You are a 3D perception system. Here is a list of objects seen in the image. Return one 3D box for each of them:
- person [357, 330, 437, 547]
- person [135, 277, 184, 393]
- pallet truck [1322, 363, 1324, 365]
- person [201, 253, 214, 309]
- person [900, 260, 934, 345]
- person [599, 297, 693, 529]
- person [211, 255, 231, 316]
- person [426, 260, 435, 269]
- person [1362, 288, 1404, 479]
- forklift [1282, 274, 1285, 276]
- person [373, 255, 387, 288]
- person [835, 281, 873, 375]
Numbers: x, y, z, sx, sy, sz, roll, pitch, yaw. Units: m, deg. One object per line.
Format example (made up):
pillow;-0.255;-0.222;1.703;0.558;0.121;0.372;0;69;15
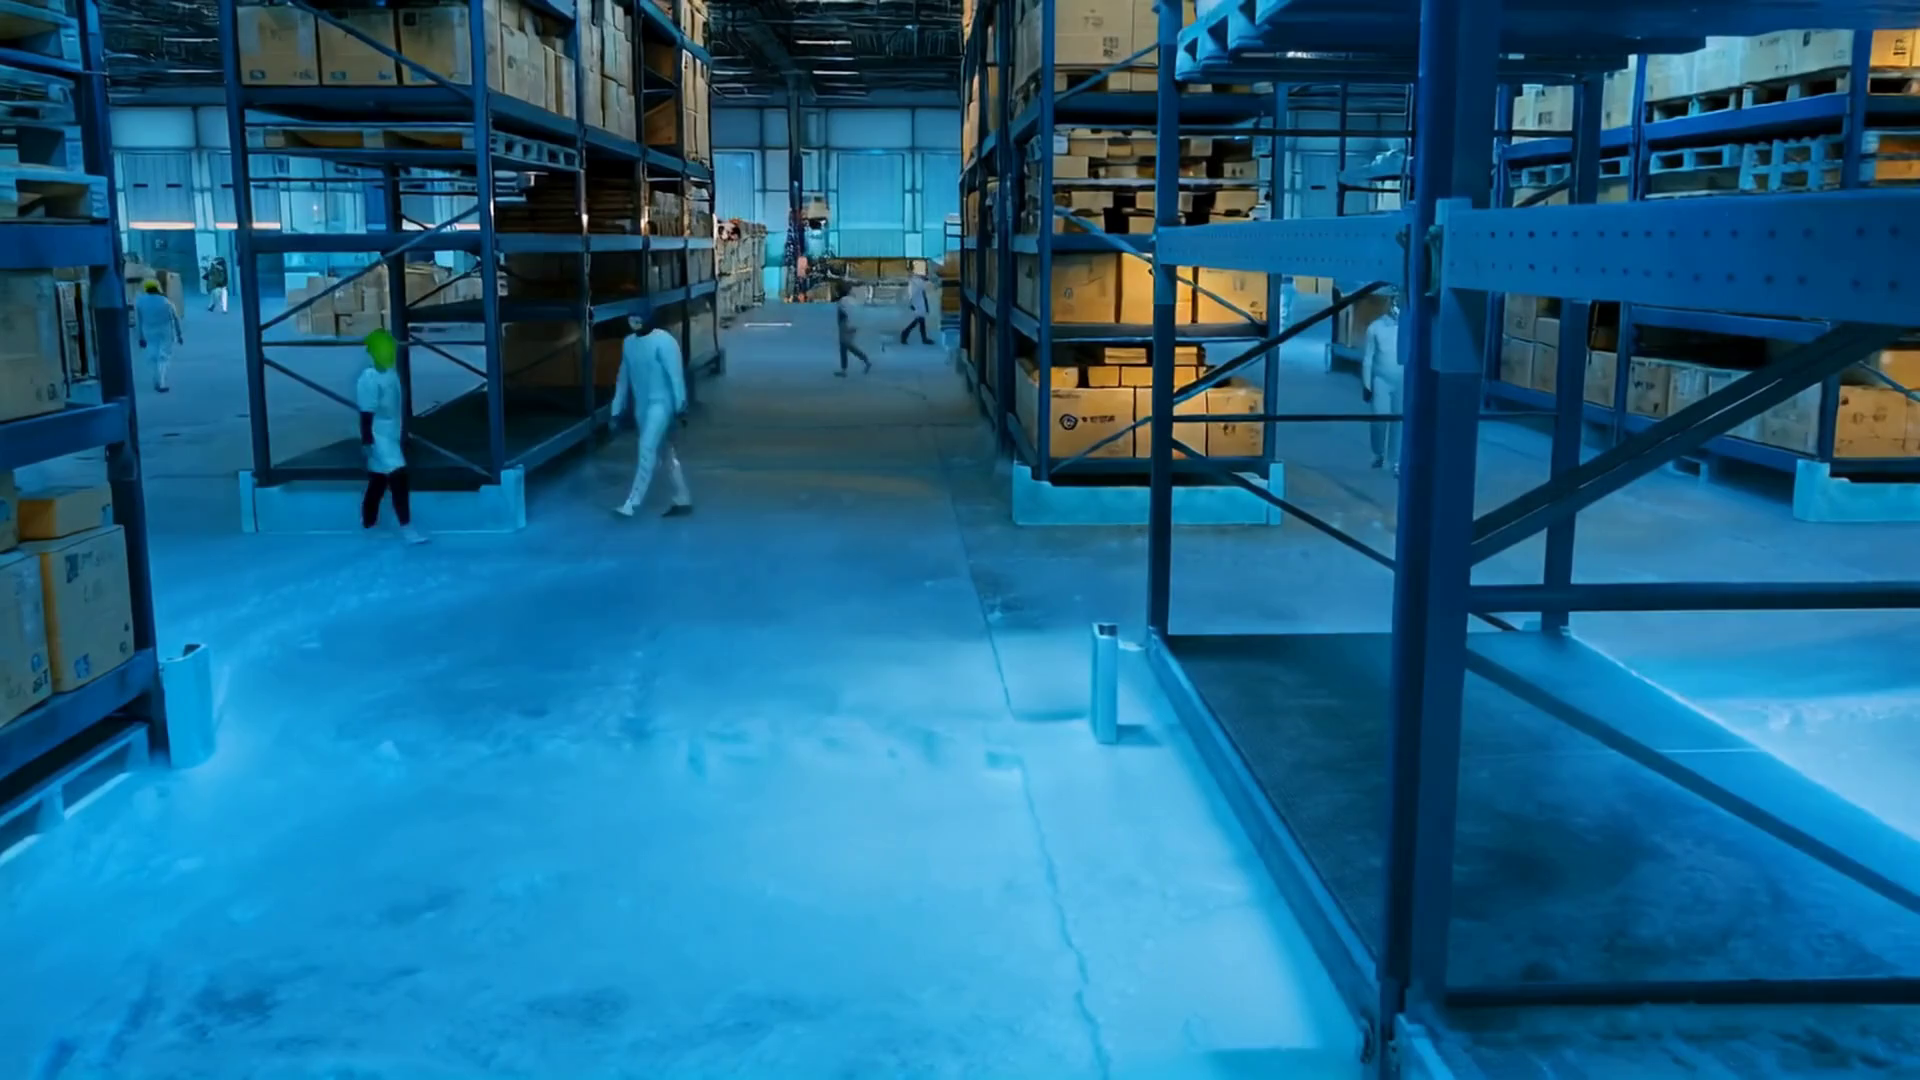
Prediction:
person;-4.322;-0.772;12.802;0.739;1.670;0.538;0;10;0
person;-12.502;-3.205;26.022;0.614;1.790;0.896;-1;10;-8
pallet truck;7.712;-4.157;30.737;1.885;1.965;0.823;3;11;16
person;-26.326;-9.072;58.256;0.386;1.948;0.601;-5;11;-24
person;-0.978;-5.350;37.543;0.817;1.946;0.614;-4;11;-22
person;-2.602;-1.046;13.693;0.645;1.880;1.055;10;14;43
person;-23.403;-8.037;52.587;0.612;1.910;0.610;5;12;28
person;-18.469;-8.934;58.201;0.906;1.699;0.490;-1;10;-6
person;4.321;-1.546;16.503;0.646;1.893;0.429;2;10;9
forklift;12.151;-10.754;65.029;1.129;2.768;1.873;0;10;-2
person;-20.194;-8.974;57.878;0.963;1.883;0.613;-3;11;-16
person;-1.897;-3.714;29.213;0.602;1.667;0.539;4;11;21
